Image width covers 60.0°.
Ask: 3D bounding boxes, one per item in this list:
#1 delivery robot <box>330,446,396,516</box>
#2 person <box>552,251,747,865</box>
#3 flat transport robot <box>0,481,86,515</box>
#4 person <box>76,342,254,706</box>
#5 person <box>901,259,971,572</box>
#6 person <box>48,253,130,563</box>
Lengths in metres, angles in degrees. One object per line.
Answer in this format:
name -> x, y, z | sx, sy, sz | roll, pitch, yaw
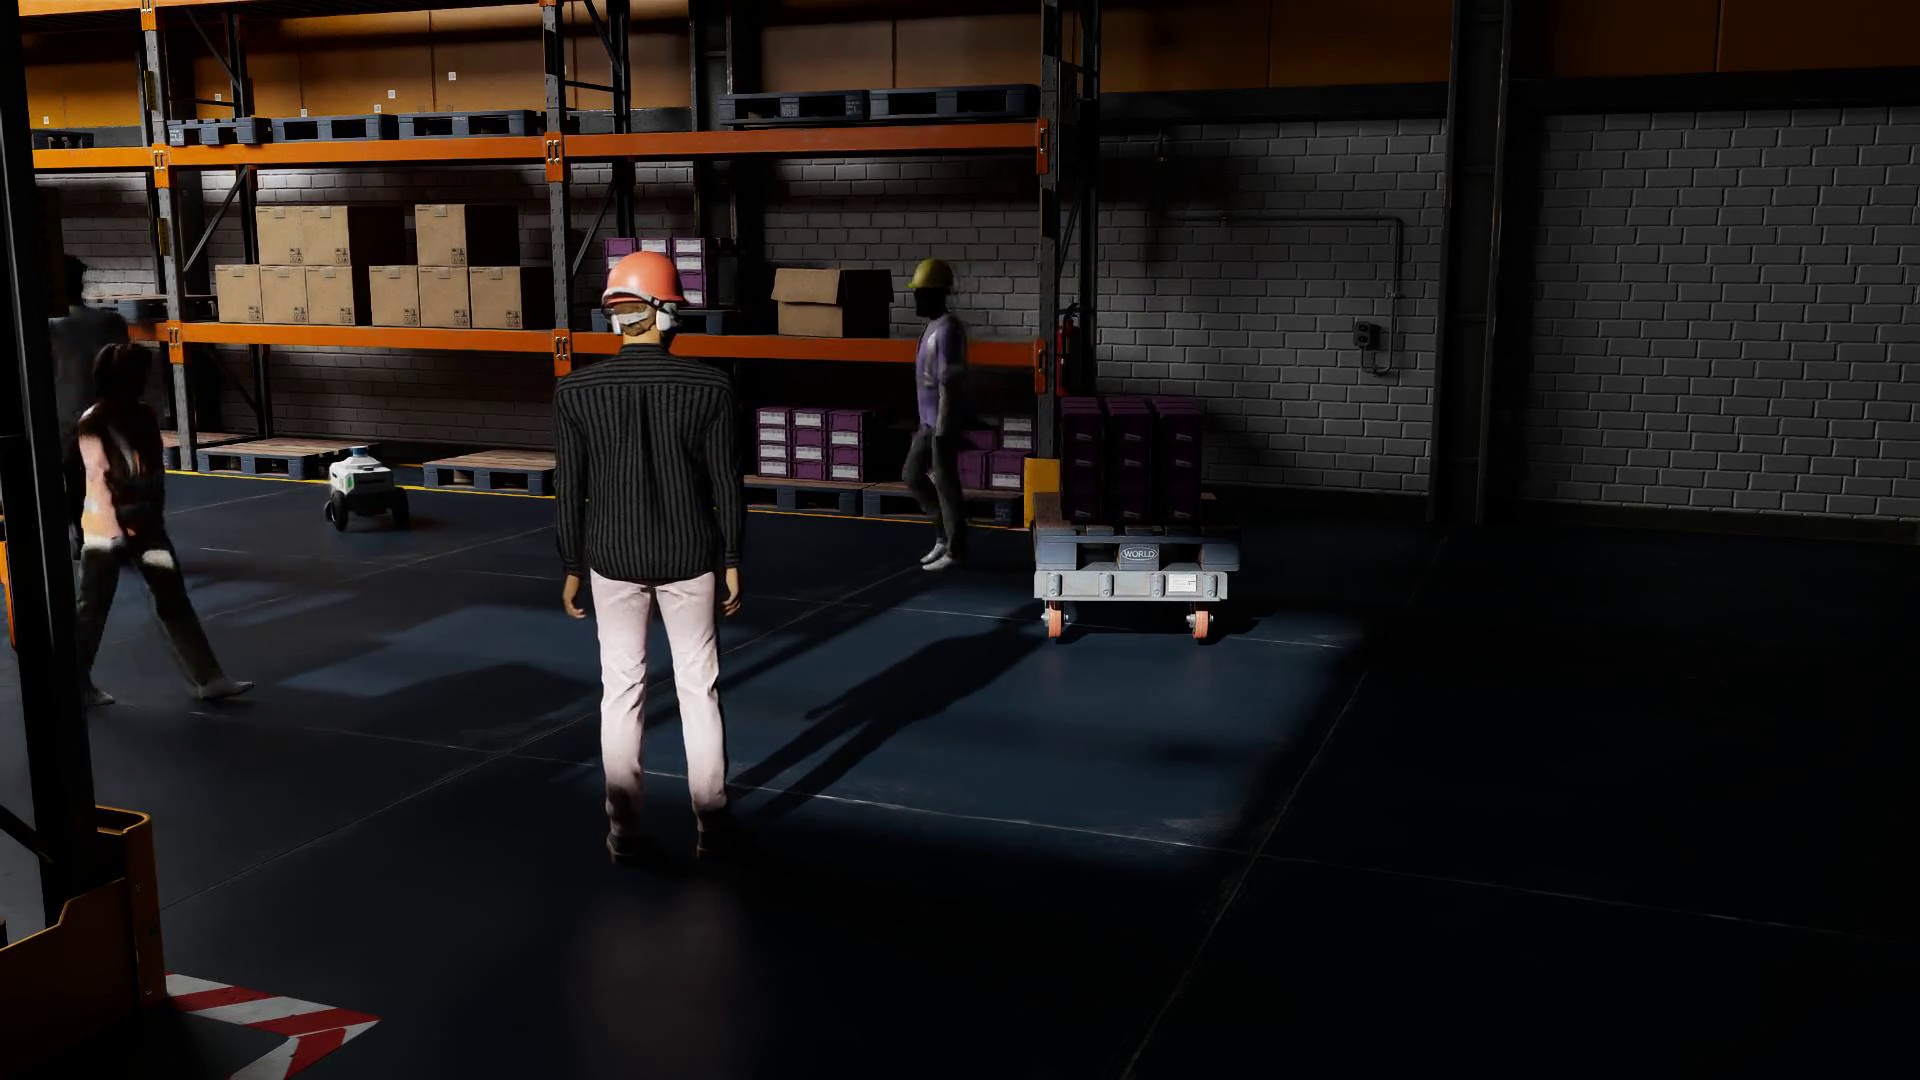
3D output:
delivery robot -> -4.296, -0.433, 11.953 | 0.477, 0.478, 0.707 | -6, 12, -29
person -> -0.996, 0.070, 5.414 | 0.612, 1.990, 0.392 | -1, 10, -3
flat transport robot -> -6.748, -0.272, 12.105 | 0.652, 0.197, 1.431 | 4, 11, 22
person -> -3.574, -0.051, 7.177 | 0.862, 1.590, 0.535 | 1, 10, 8
person -> -0.129, -0.747, 10.161 | 0.455, 1.915, 0.606 | -2, 10, -9
person -> -5.415, -0.791, 10.300 | 0.637, 1.953, 0.564 | -9, 14, -42
